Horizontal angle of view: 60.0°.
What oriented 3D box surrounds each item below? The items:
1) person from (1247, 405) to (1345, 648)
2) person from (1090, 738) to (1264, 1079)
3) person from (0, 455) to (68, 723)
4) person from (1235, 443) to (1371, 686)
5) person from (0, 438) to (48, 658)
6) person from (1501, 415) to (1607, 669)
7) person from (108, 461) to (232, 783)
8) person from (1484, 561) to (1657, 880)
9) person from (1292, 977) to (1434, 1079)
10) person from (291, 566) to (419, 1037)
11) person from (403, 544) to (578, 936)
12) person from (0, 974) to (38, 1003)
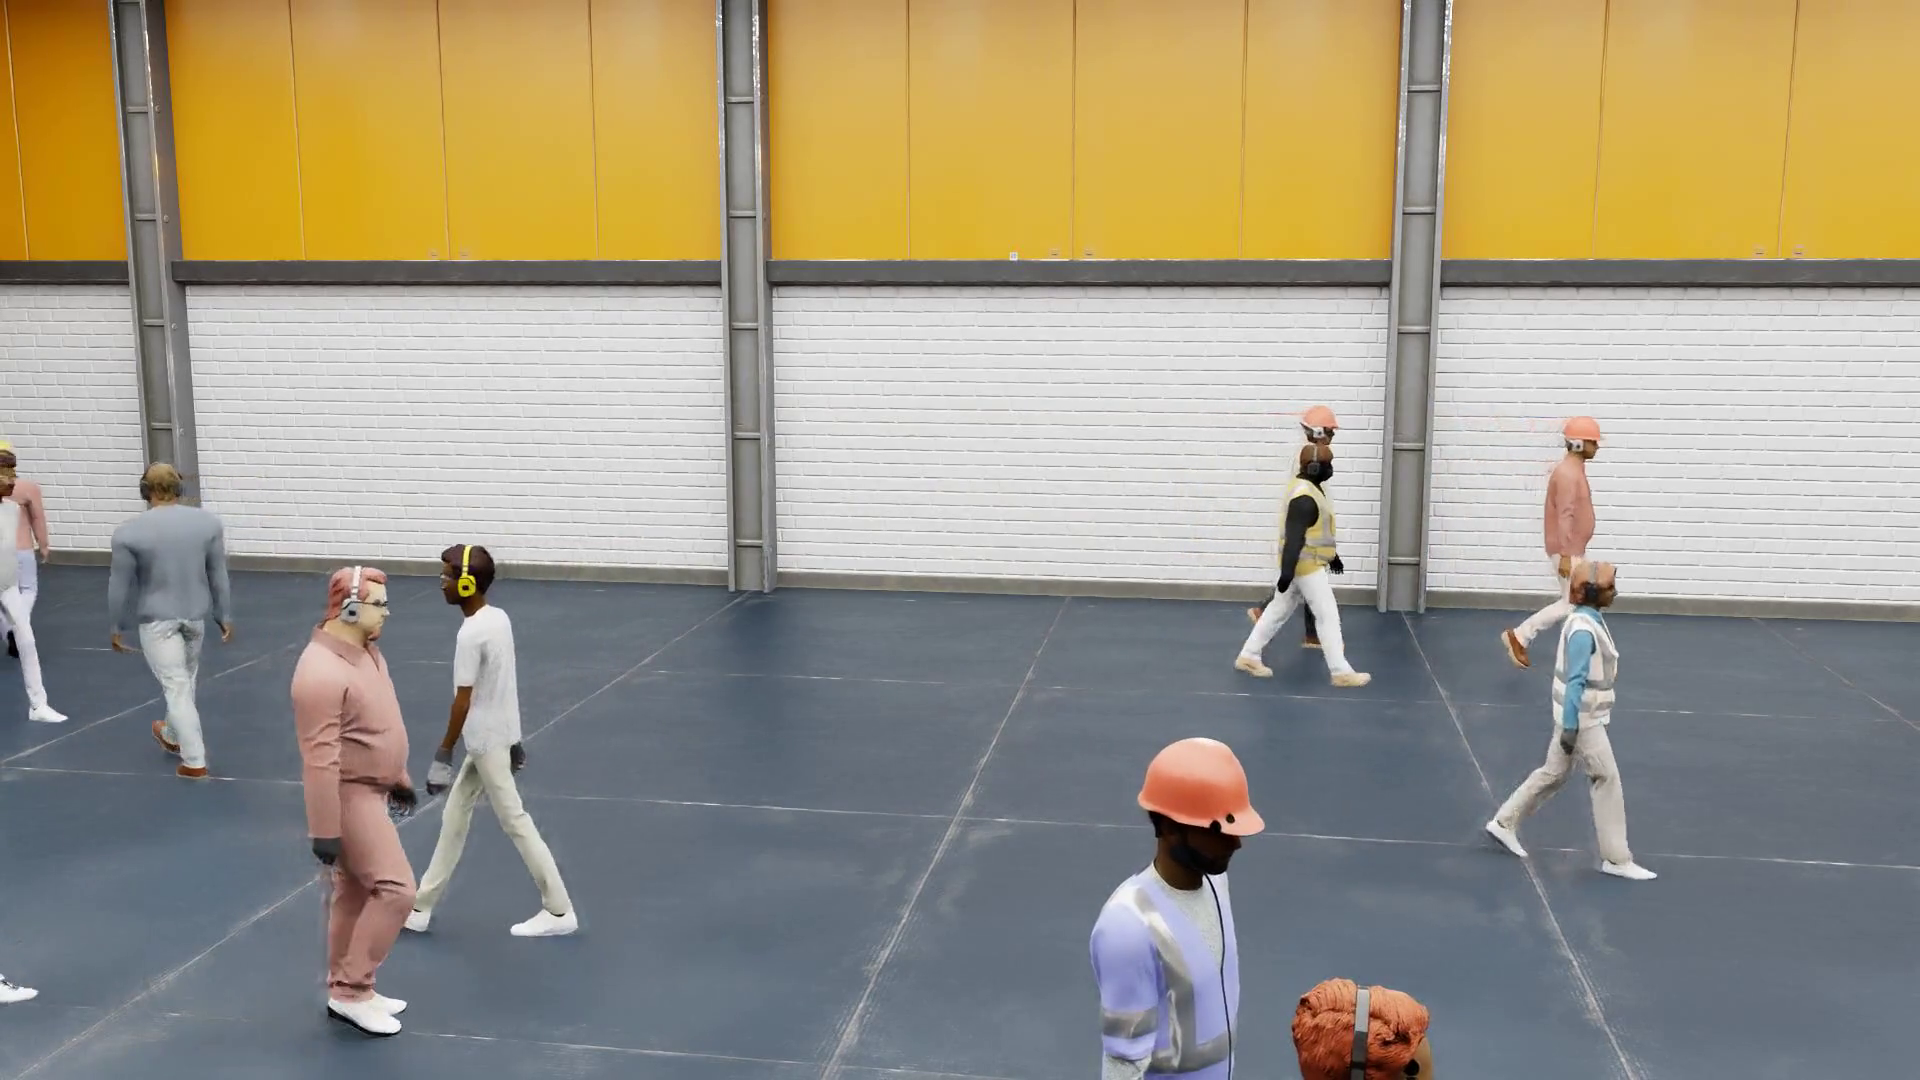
[{"bbox_3d":[2.716,-0.091,13.252,0.678,1.976,0.623,2,9,10],"label":"person"},{"bbox_3d":[0.541,1.419,4.070,0.378,1.932,0.551,6,11,31],"label":"person"},{"bbox_3d":[-6.536,0.328,11.208,0.993,1.815,0.512,4,10,21],"label":"person"},{"bbox_3d":[2.502,0.175,12.221,0.977,1.798,0.614,1,9,8],"label":"person"},{"bbox_3d":[-7.416,0.083,12.939,0.540,1.736,0.643,-3,10,-17],"label":"person"},{"bbox_3d":[4.461,0.056,12.344,0.618,1.978,0.629,5,10,27],"label":"person"},{"bbox_3d":[-4.804,0.473,10.010,0.957,1.896,0.656,8,12,39],"label":"person"},{"bbox_3d":[3.086,0.881,8.400,0.829,1.606,0.524,4,10,22],"label":"person"},{"bbox_3d":[0.618,1.646,2.826,0.337,1.882,0.584,1,9,5],"label":"person"},{"bbox_3d":[-2.368,1.034,6.628,0.486,1.879,0.638,-2,9,-10],"label":"person"},{"bbox_3d":[-2.207,0.922,7.482,0.976,1.819,0.522,-1,9,-6],"label":"person"},{"bbox_3d":[-4.314,1.155,6.773,0.828,1.598,0.509,-2,10,-15],"label":"person"}]
